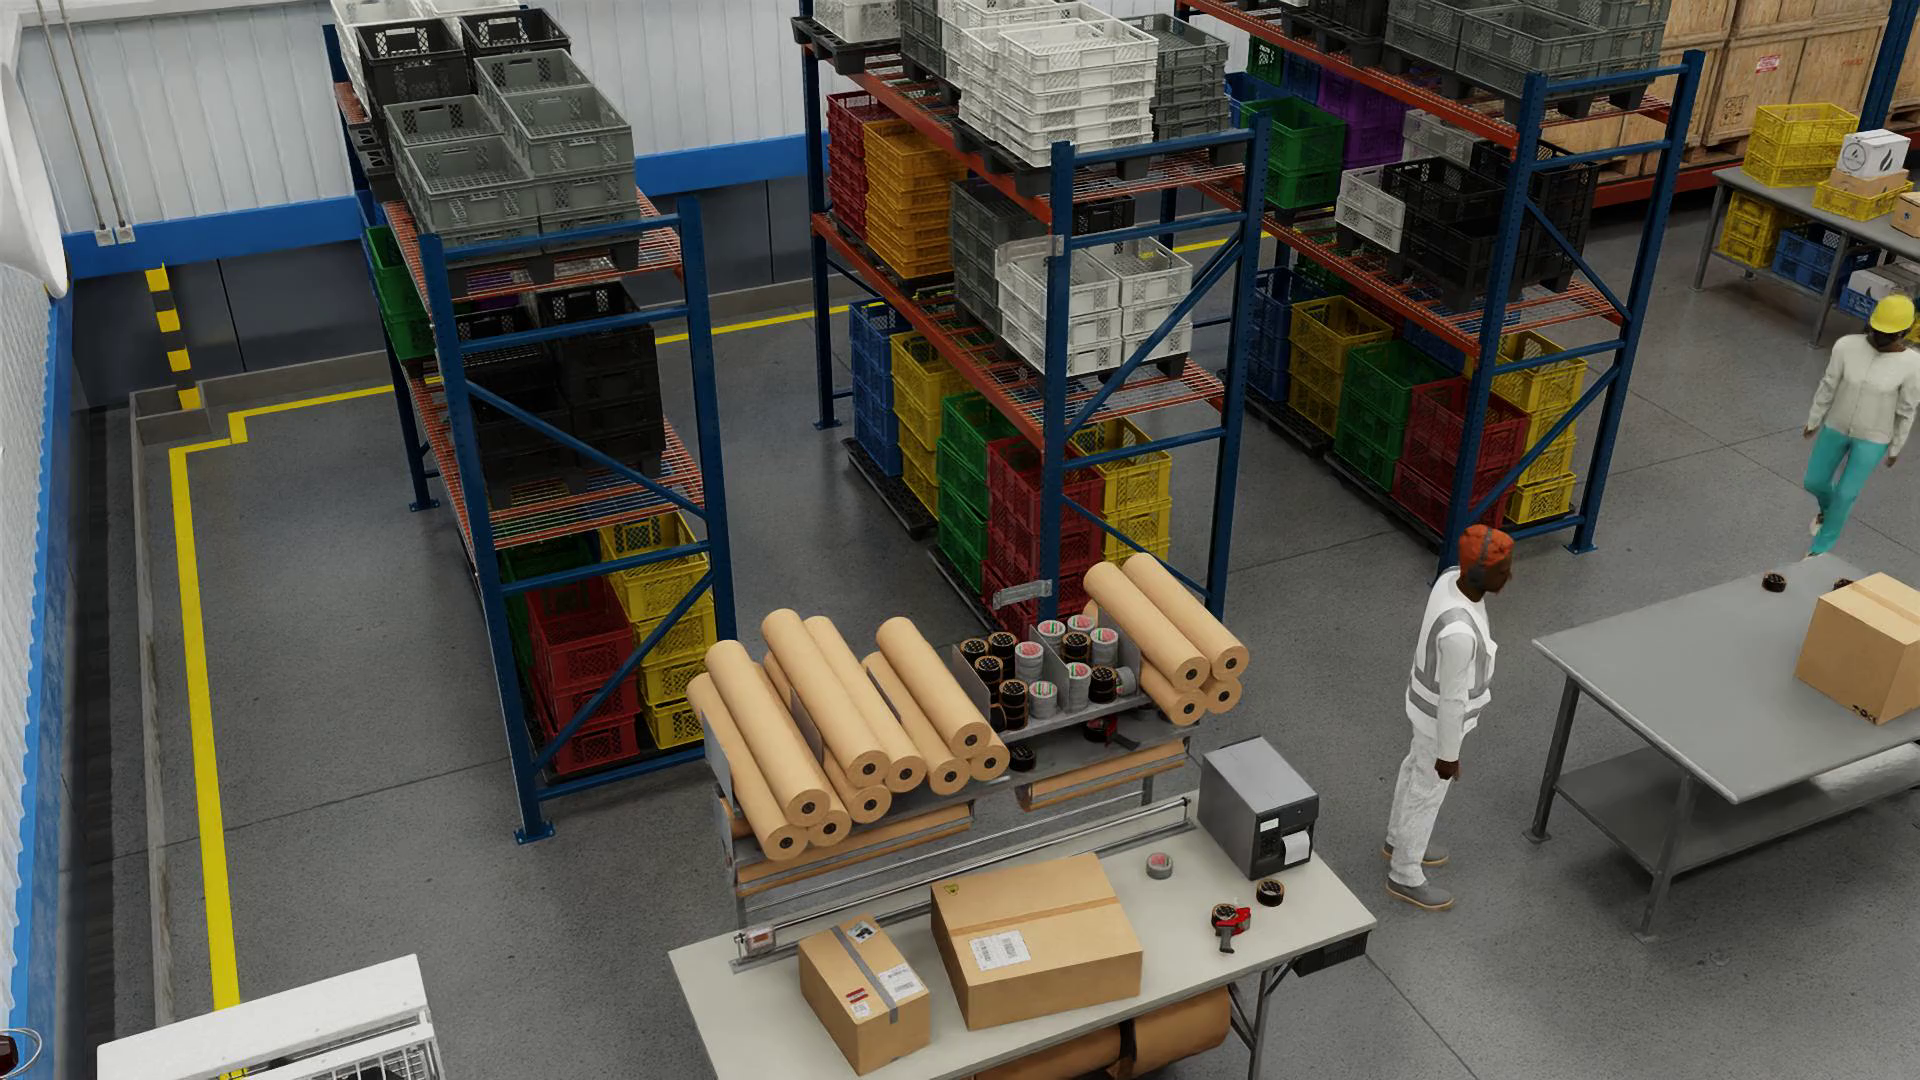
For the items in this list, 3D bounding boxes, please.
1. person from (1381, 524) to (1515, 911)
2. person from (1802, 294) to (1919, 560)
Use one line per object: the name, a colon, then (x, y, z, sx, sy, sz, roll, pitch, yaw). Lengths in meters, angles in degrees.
person: (2.097, 0.756, 7.202, 0.337, 1.882, 0.583, 6, 32, 10)
person: (5.177, -0.634, 9.580, 0.484, 1.745, 0.535, -27, 41, -37)
